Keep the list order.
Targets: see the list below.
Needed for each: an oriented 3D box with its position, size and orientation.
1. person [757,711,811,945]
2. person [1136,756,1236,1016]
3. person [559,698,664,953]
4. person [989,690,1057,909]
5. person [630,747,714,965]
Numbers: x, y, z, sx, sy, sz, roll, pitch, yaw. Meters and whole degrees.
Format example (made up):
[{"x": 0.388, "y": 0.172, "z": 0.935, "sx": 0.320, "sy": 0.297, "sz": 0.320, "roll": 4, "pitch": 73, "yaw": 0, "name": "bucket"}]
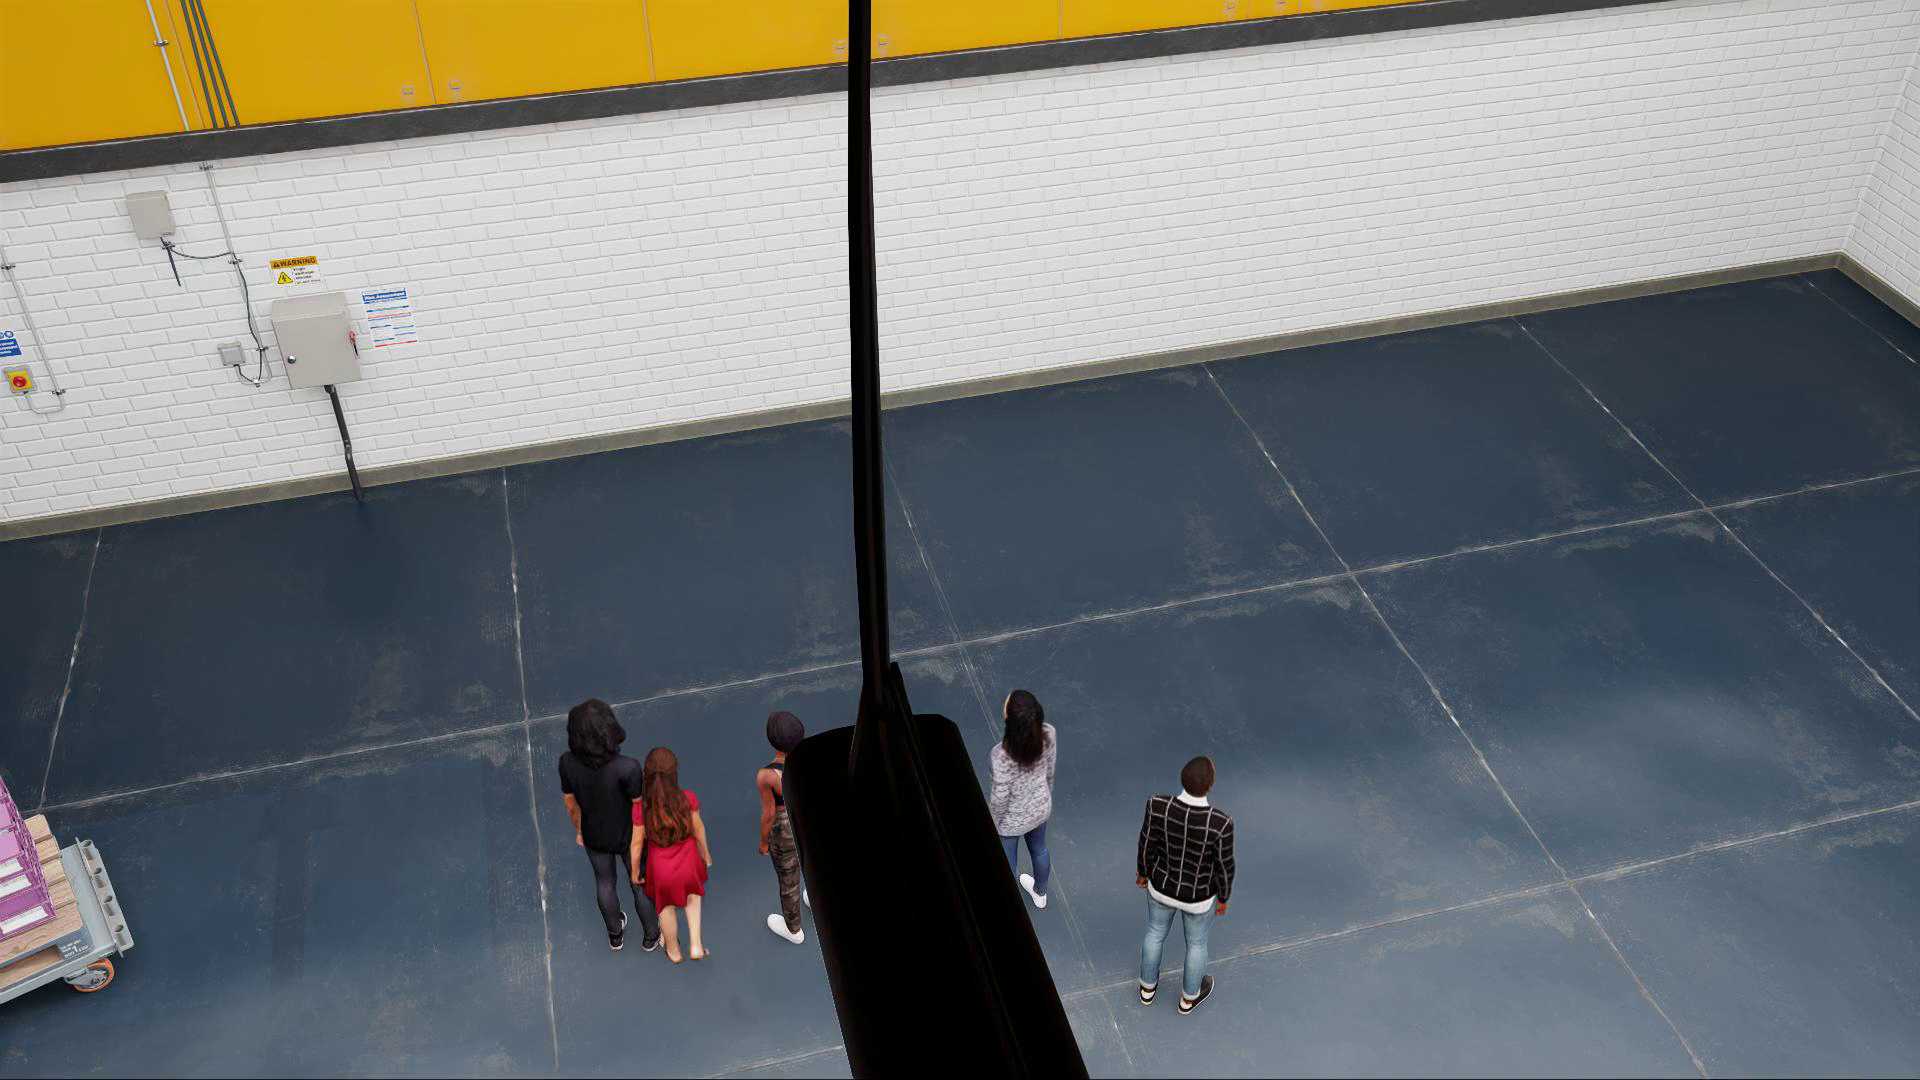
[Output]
[{"x": -0.921, "y": 1.580, "z": 9.197, "sx": 0.661, "sy": 1.700, "sz": 0.673, "roll": -30, "pitch": 48, "yaw": -32, "name": "person"}, {"x": 1.170, "y": 1.827, "z": 8.793, "sx": 0.738, "sy": 1.819, "sz": 0.767, "roll": 15, "pitch": 41, "yaw": 18, "name": "person"}, {"x": -1.898, "y": 1.583, "z": 9.085, "sx": 0.695, "sy": 1.836, "sz": 0.665, "roll": 6, "pitch": 39, "yaw": 7, "name": "person"}, {"x": 0.338, "y": 1.495, "z": 9.277, "sx": 0.680, "sy": 1.733, "sz": 0.657, "roll": -26, "pitch": 45, "yaw": -29, "name": "person"}, {"x": -1.540, "y": 1.786, "z": 9.065, "sx": 0.641, "sy": 1.543, "sz": 0.766, "roll": -17, "pitch": 42, "yaw": -20, "name": "person"}]
